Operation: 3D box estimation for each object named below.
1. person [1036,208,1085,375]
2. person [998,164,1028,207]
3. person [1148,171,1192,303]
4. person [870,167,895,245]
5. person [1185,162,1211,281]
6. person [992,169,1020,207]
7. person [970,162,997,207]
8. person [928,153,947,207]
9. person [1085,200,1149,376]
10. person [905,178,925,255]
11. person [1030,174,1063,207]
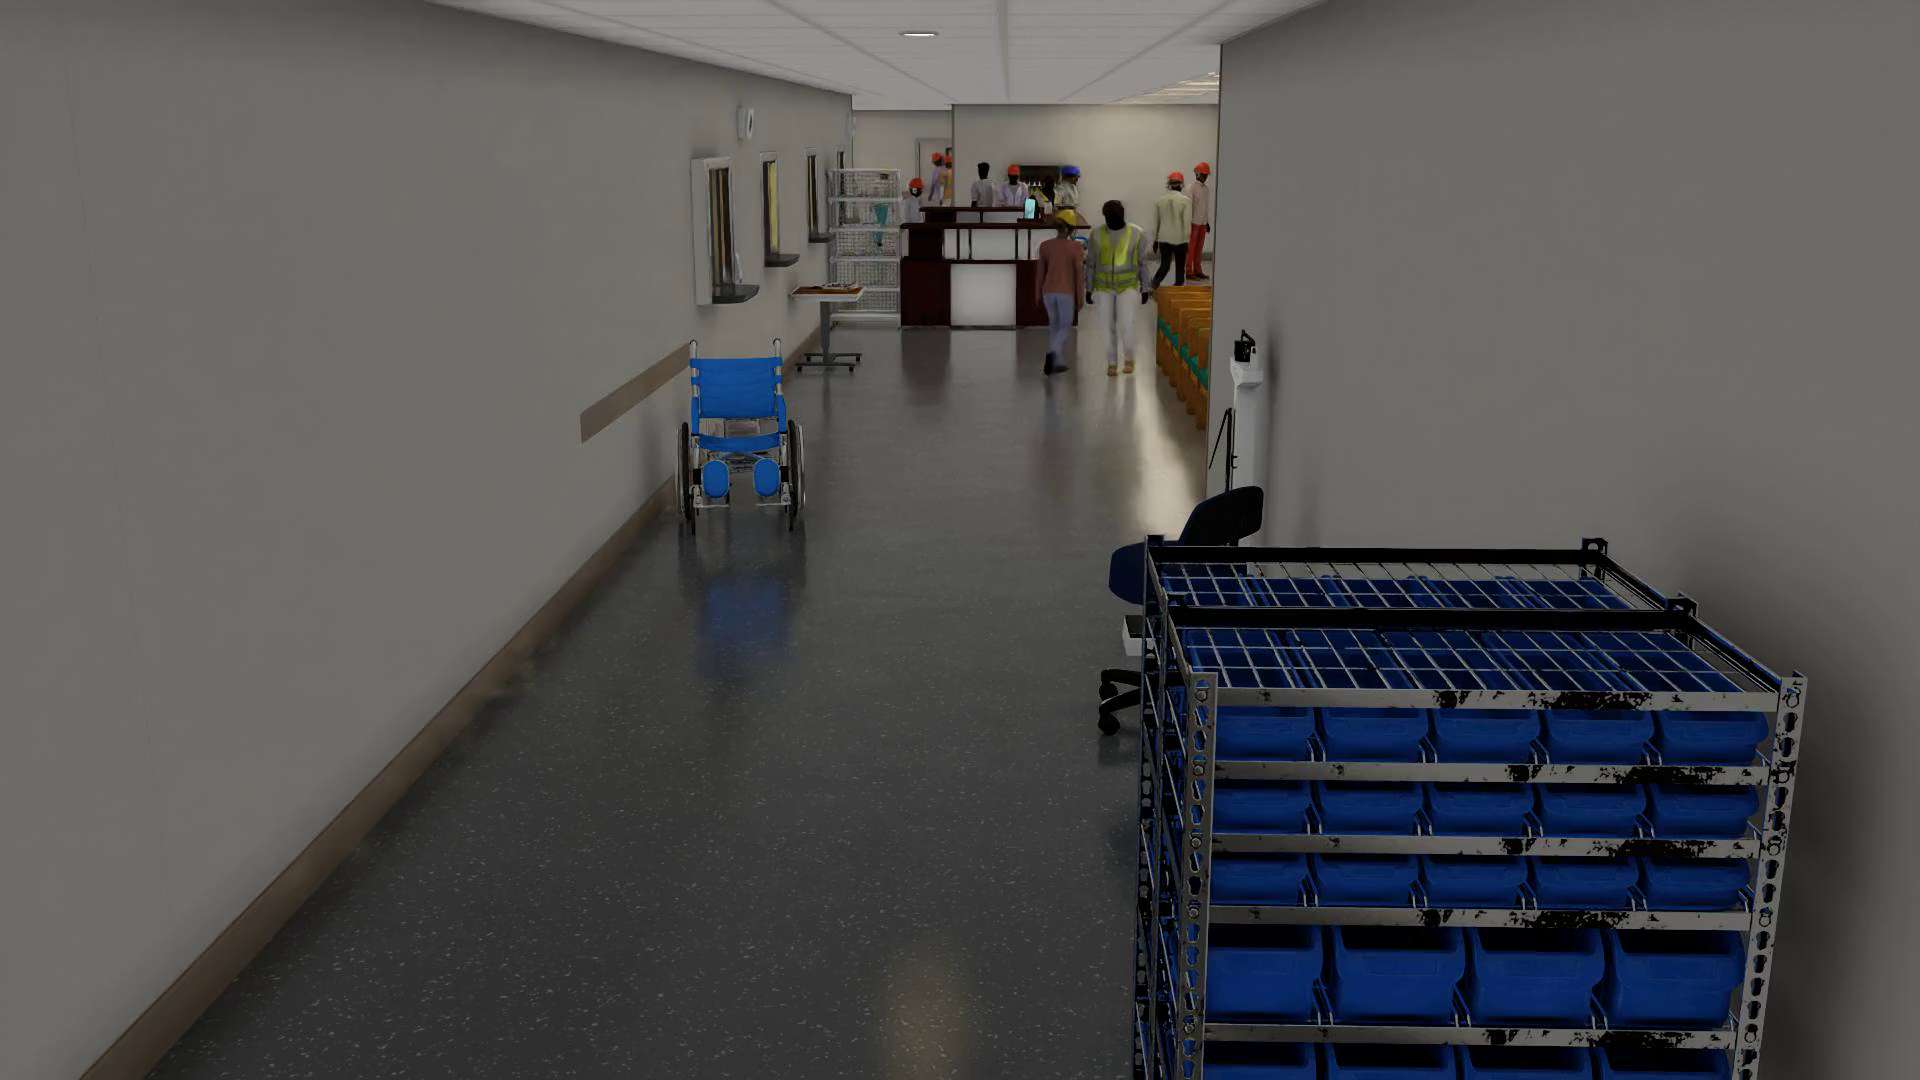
[{"bbox_3d":[1.000,-2.557,17.245,0.559,1.734,0.719,8,16,29],"label":"person"},{"bbox_3d":[0.958,-5.754,29.820,0.545,1.931,0.381,-1,14,-5],"label":"person"},{"bbox_3d":[3.041,-4.373,24.168,0.625,1.956,0.842,9,16,32],"label":"person"},{"bbox_3d":[-1.719,-7.425,37.006,0.540,1.724,0.647,6,15,24],"label":"person"},{"bbox_3d":[4.068,-5.422,28.336,0.390,1.990,0.610,12,18,39],"label":"person"},{"bbox_3d":[0.943,-5.939,30.727,0.694,1.860,0.856,3,14,12],"label":"person"},{"bbox_3d":[0.456,-6.056,31.042,0.608,1.938,0.468,-7,16,-28],"label":"person"},{"bbox_3d":[-0.475,-8.436,40.590,0.747,1.980,0.649,9,17,33],"label":"person"},{"bbox_3d":[1.618,-2.602,17.247,0.665,1.818,0.464,4,14,17],"label":"person"},{"bbox_3d":[-0.742,-5.108,27.551,0.343,1.748,0.571,-2,14,-9],"label":"person"},{"bbox_3d":[1.411,-4.980,26.876,0.630,1.835,0.429,-7,16,-27],"label":"person"}]
